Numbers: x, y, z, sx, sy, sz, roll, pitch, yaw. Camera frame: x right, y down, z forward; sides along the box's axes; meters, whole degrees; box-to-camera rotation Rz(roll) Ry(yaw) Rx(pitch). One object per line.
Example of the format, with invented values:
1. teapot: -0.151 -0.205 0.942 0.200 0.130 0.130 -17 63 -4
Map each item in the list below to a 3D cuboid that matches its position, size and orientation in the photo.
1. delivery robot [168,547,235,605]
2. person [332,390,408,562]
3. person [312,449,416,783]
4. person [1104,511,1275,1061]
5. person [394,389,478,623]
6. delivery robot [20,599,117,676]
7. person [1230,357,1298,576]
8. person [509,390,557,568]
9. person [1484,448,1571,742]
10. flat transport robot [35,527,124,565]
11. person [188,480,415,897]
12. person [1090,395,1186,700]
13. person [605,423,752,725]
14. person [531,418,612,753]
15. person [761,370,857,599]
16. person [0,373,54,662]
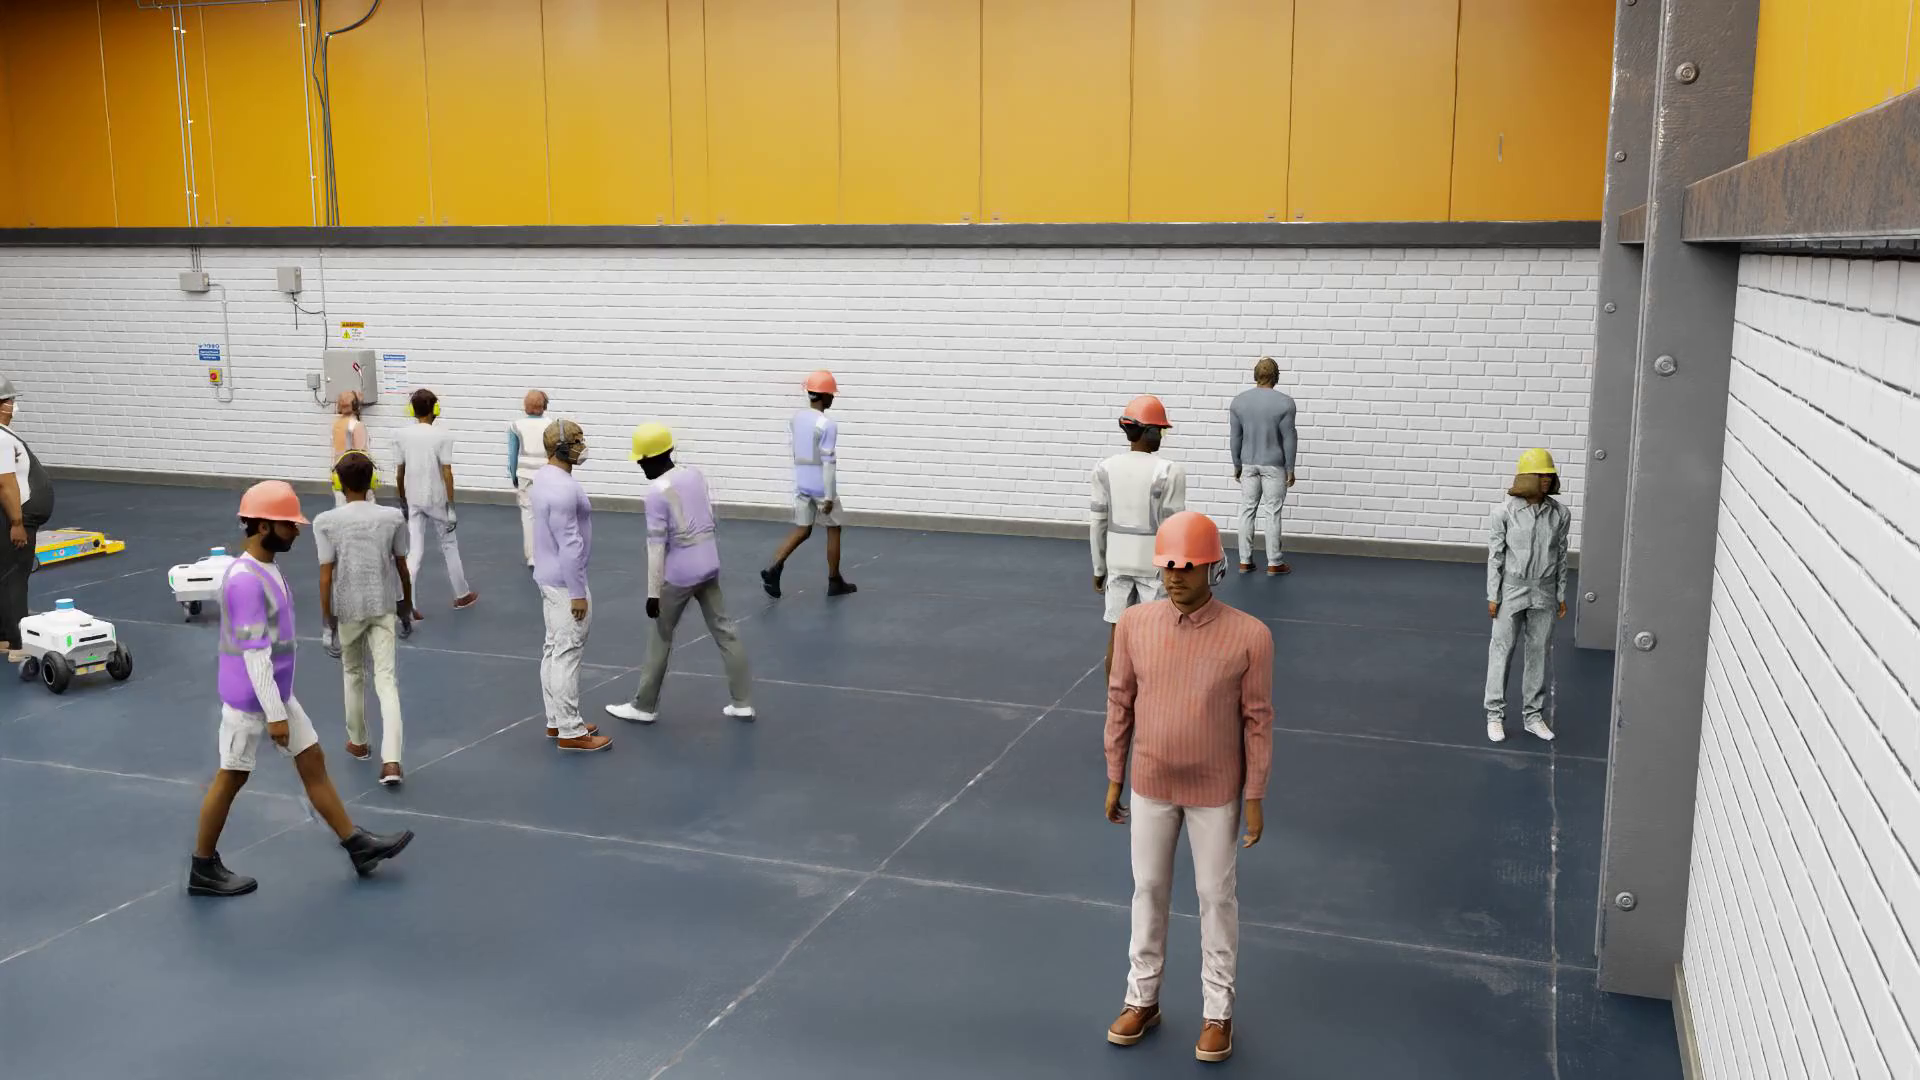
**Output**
1. delivery robot: -5.804 0.301 13.043 0.707 0.478 0.477 -3 10 -16
2. person: -5.477 -0.563 15.180 0.541 1.602 0.705 8 13 40
3. person: -3.261 0.406 9.176 0.531 1.826 0.999 -5 11 -28
4. person: 0.810 0.877 6.007 0.622 1.994 0.381 4 11 23
5. person: -4.178 -0.281 13.085 0.550 1.808 0.990 1 10 7
6. delivery robot: -5.980 0.638 11.147 0.707 0.478 0.477 7 12 36
7. person: 2.693 -0.648 14.757 0.629 1.940 0.373 6 12 32
8. person: -3.873 -0.584 15.333 0.541 1.590 0.831 0 10 -1
9. person: 3.353 0.325 9.821 0.493 1.746 0.283 -1 10 -6
10. flat transport robot: -8.490 0.097 15.252 0.652 0.197 1.431 3 11 19
11. person: -3.042 0.675 7.481 1.021 1.869 0.584 -2 10 -10
12. person: 1.077 0.157 9.945 0.608 2.039 0.395 6 12 30
13. person: -1.697 0.212 10.137 0.831 1.854 0.643 5 11 26
14. person: -2.277 0.261 9.640 0.372 1.940 0.631 -5 11 -24
15. person: -1.243 -0.445 13.710 0.553 1.912 0.822 9 14 43
16. person: -6.715 -0.172 11.786 0.537 2.000 0.682 -10 14 -44
